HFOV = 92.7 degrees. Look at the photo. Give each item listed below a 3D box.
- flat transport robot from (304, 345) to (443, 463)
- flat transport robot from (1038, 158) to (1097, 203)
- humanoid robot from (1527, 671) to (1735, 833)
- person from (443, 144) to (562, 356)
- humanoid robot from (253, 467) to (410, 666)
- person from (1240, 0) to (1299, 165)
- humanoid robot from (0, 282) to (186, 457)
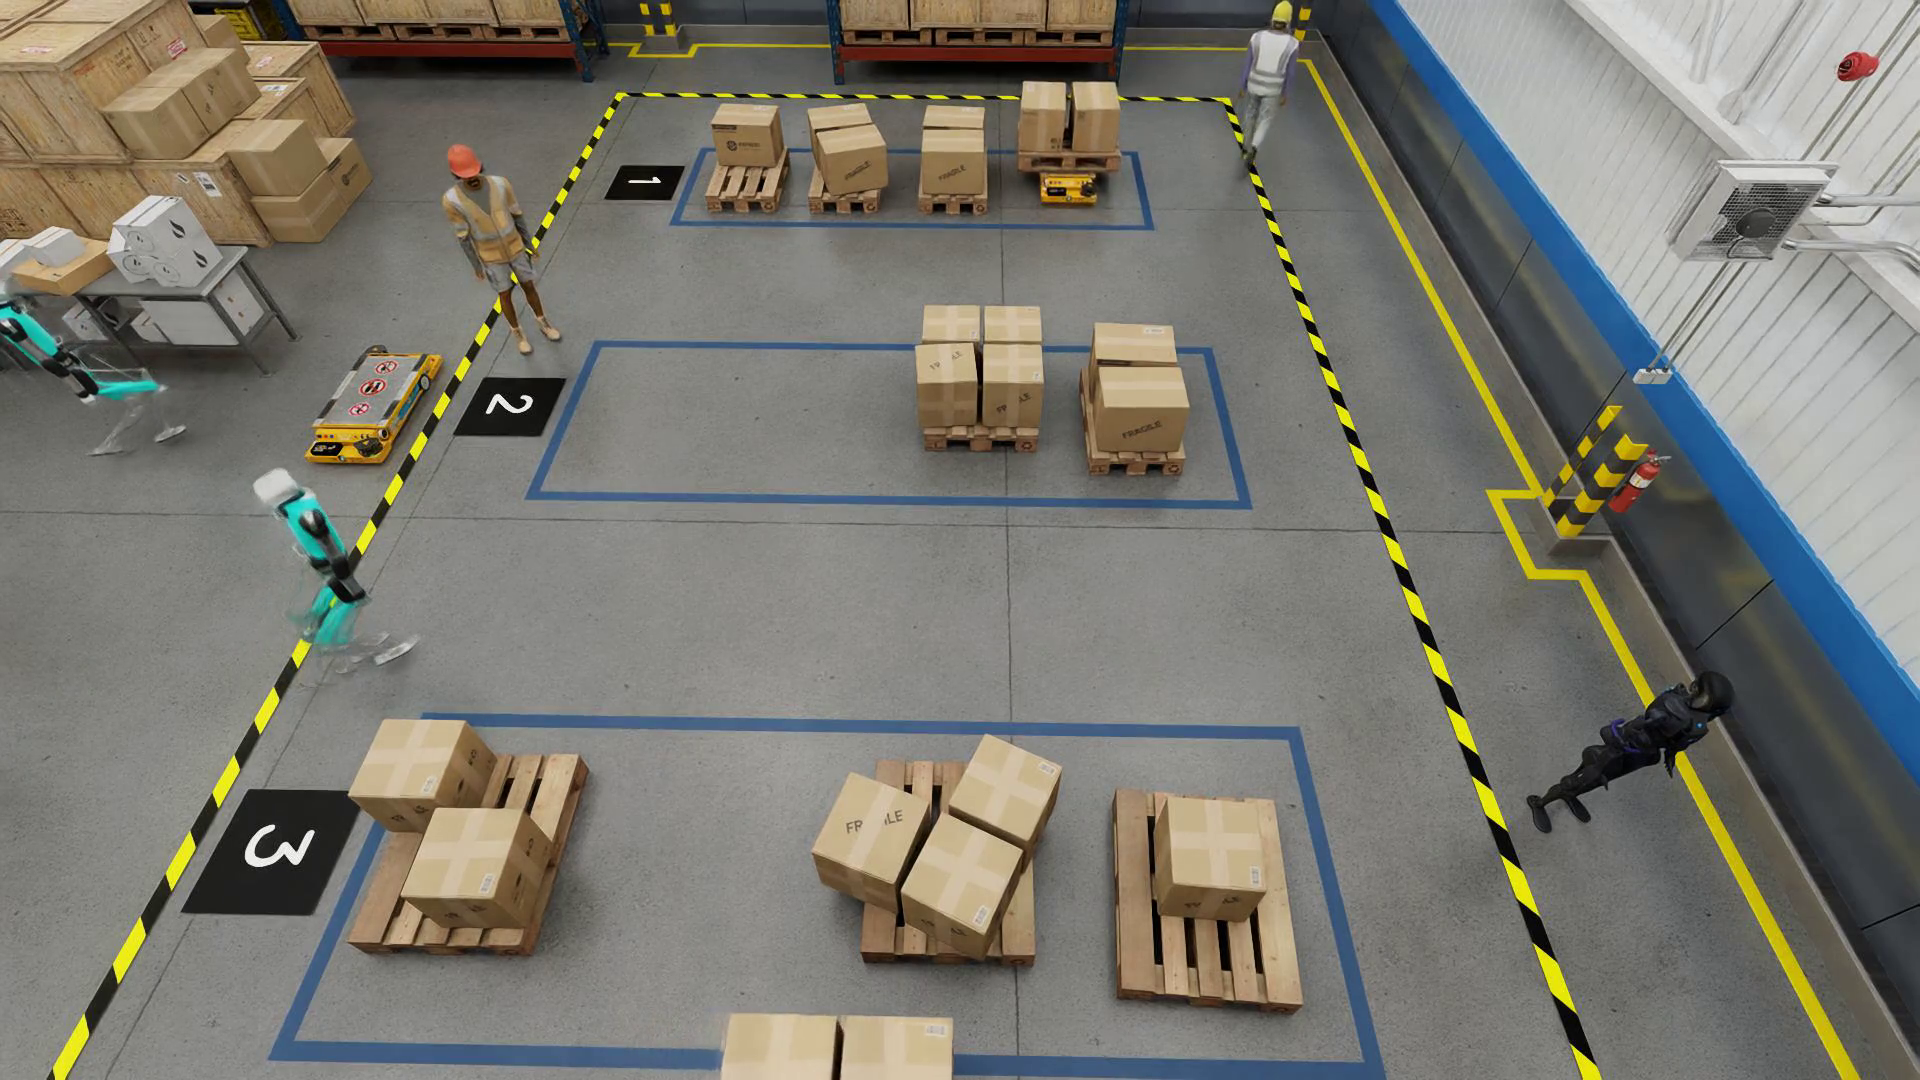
[{"bbox_3d":[-5.383,-1.269,8.441,0.659,0.231,1.431,1,50,1],"label":"flat transport robot"},{"bbox_3d":[1.298,-4.595,11.237,0.652,0.197,1.431,1,50,1],"label":"flat transport robot"},{"bbox_3d":[3.949,1.252,5.378,0.599,1.653,0.315,-8,50,-7],"label":"humanoid robot"},{"bbox_3d":[-4.209,-2.650,8.449,0.609,2.042,0.393,-33,57,-25],"label":"person"},{"bbox_3d":[-4.299,0.304,6.060,0.533,1.678,0.735,34,58,25],"label":"humanoid robot"},{"bbox_3d":[3.622,-5.393,10.915,0.600,1.818,0.619,23,53,18],"label":"person"},{"bbox_3d":[-7.177,-1.402,7.582,0.980,1.742,0.548,-35,58,-26],"label":"humanoid robot"}]
